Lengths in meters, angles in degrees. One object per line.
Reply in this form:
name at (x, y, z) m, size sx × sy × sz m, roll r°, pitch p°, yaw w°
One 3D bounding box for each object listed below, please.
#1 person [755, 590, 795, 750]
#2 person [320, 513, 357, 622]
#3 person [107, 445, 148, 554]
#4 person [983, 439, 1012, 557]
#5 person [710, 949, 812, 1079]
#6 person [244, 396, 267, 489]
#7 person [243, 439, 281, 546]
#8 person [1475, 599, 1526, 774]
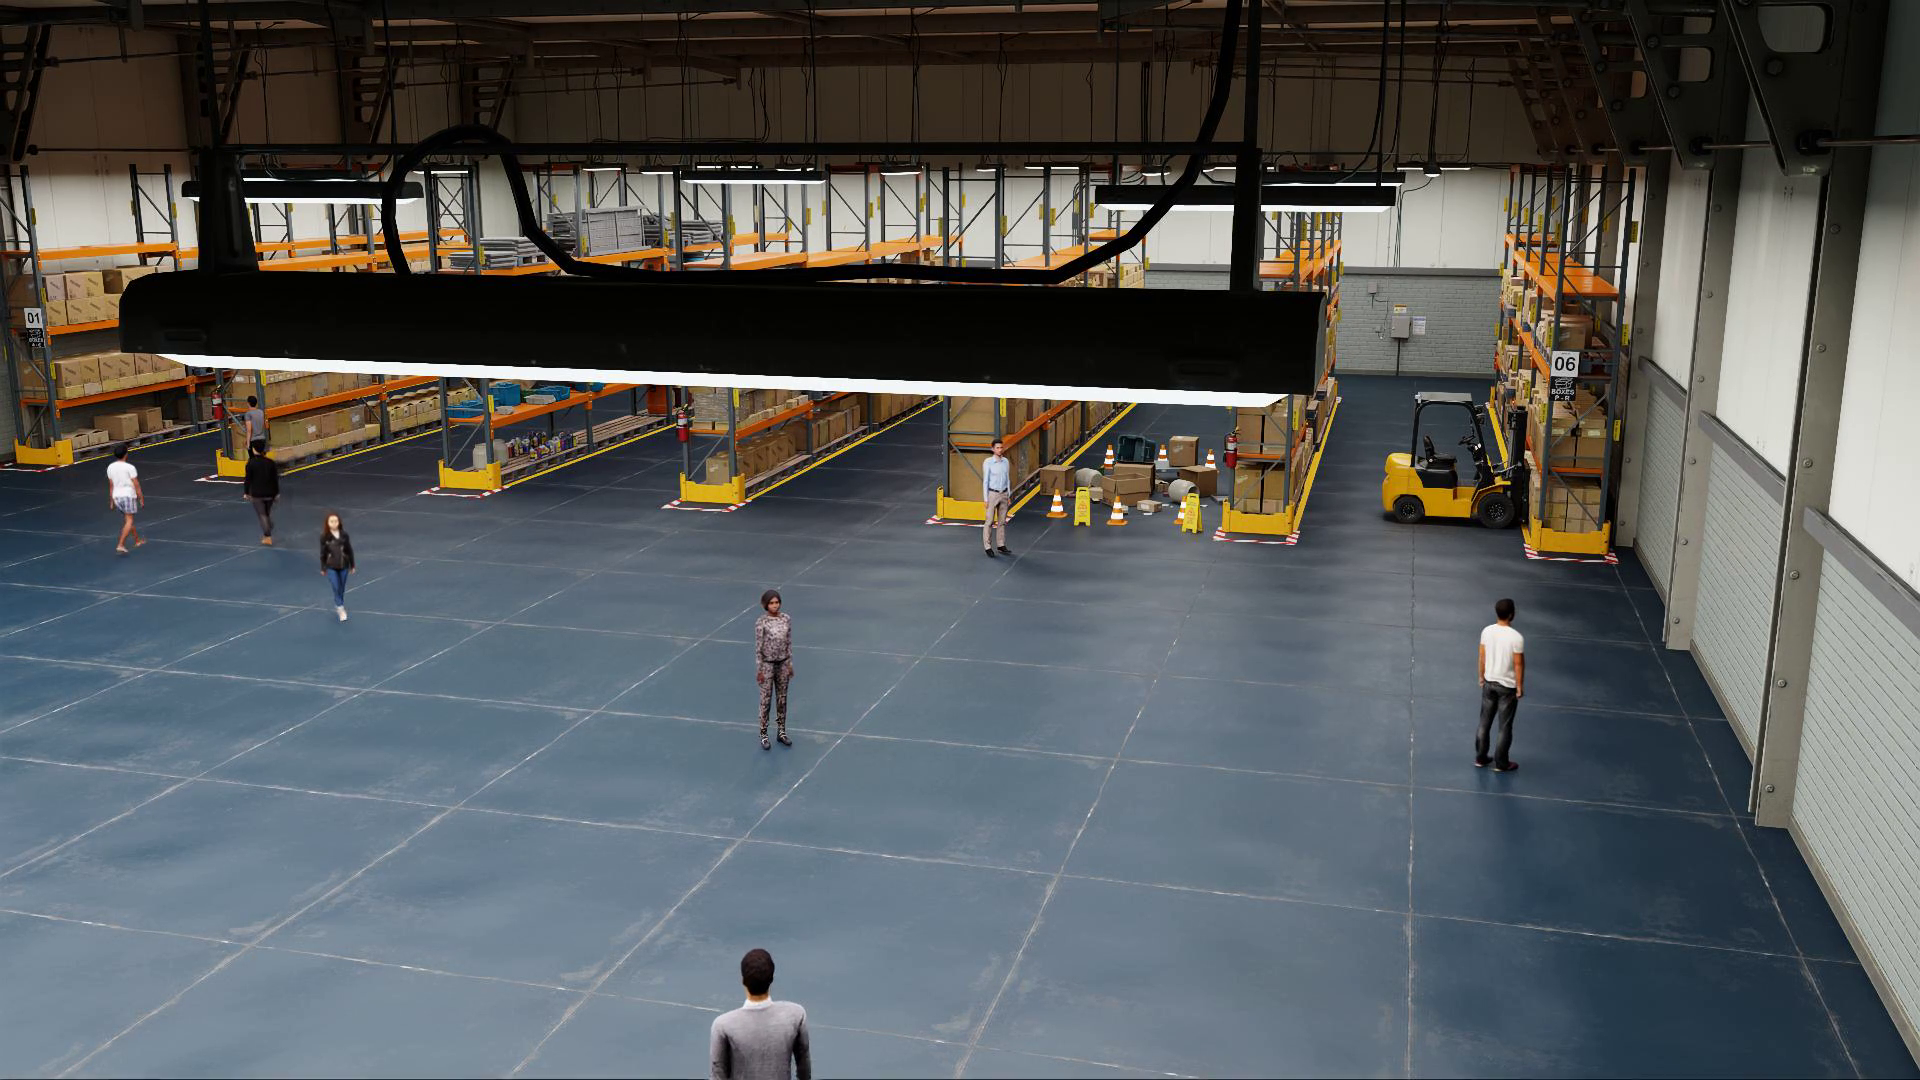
person at (-1.980, 1.366, 17.745) m, size 0.676 × 1.714 × 0.734 m, roll -7°, pitch 15°, yaw -28°
person at (-8.513, 0.354, 22.704) m, size 0.975 × 1.447 × 1.003 m, roll -8°, pitch 15°, yaw -32°
person at (-13.254, -0.613, 26.338) m, size 0.677 × 1.691 × 1.097 m, roll 3°, pitch 13°, yaw 13°
person at (0.594, -0.690, 26.331) m, size 0.742 × 1.845 × 0.798 m, roll -7°, pitch 15°, yaw -28°
person at (-1.083, 3.249, 9.236) m, size 1.123 × 1.882 × 1.266 m, roll -4°, pitch 14°, yaw -18°
person at (-13.422, -1.889, 31.707) m, size 0.676 × 1.755 × 0.479 m, roll 4°, pitch 14°, yaw 17°
person at (-11.256, -0.757, 26.928) m, size 0.884 × 1.706 × 0.843 m, roll 10°, pitch 16°, yaw 36°
person at (5.538, 1.475, 17.073) m, size 0.728 × 1.803 × 0.719 m, roll -11°, pitch 17°, yaw -40°
